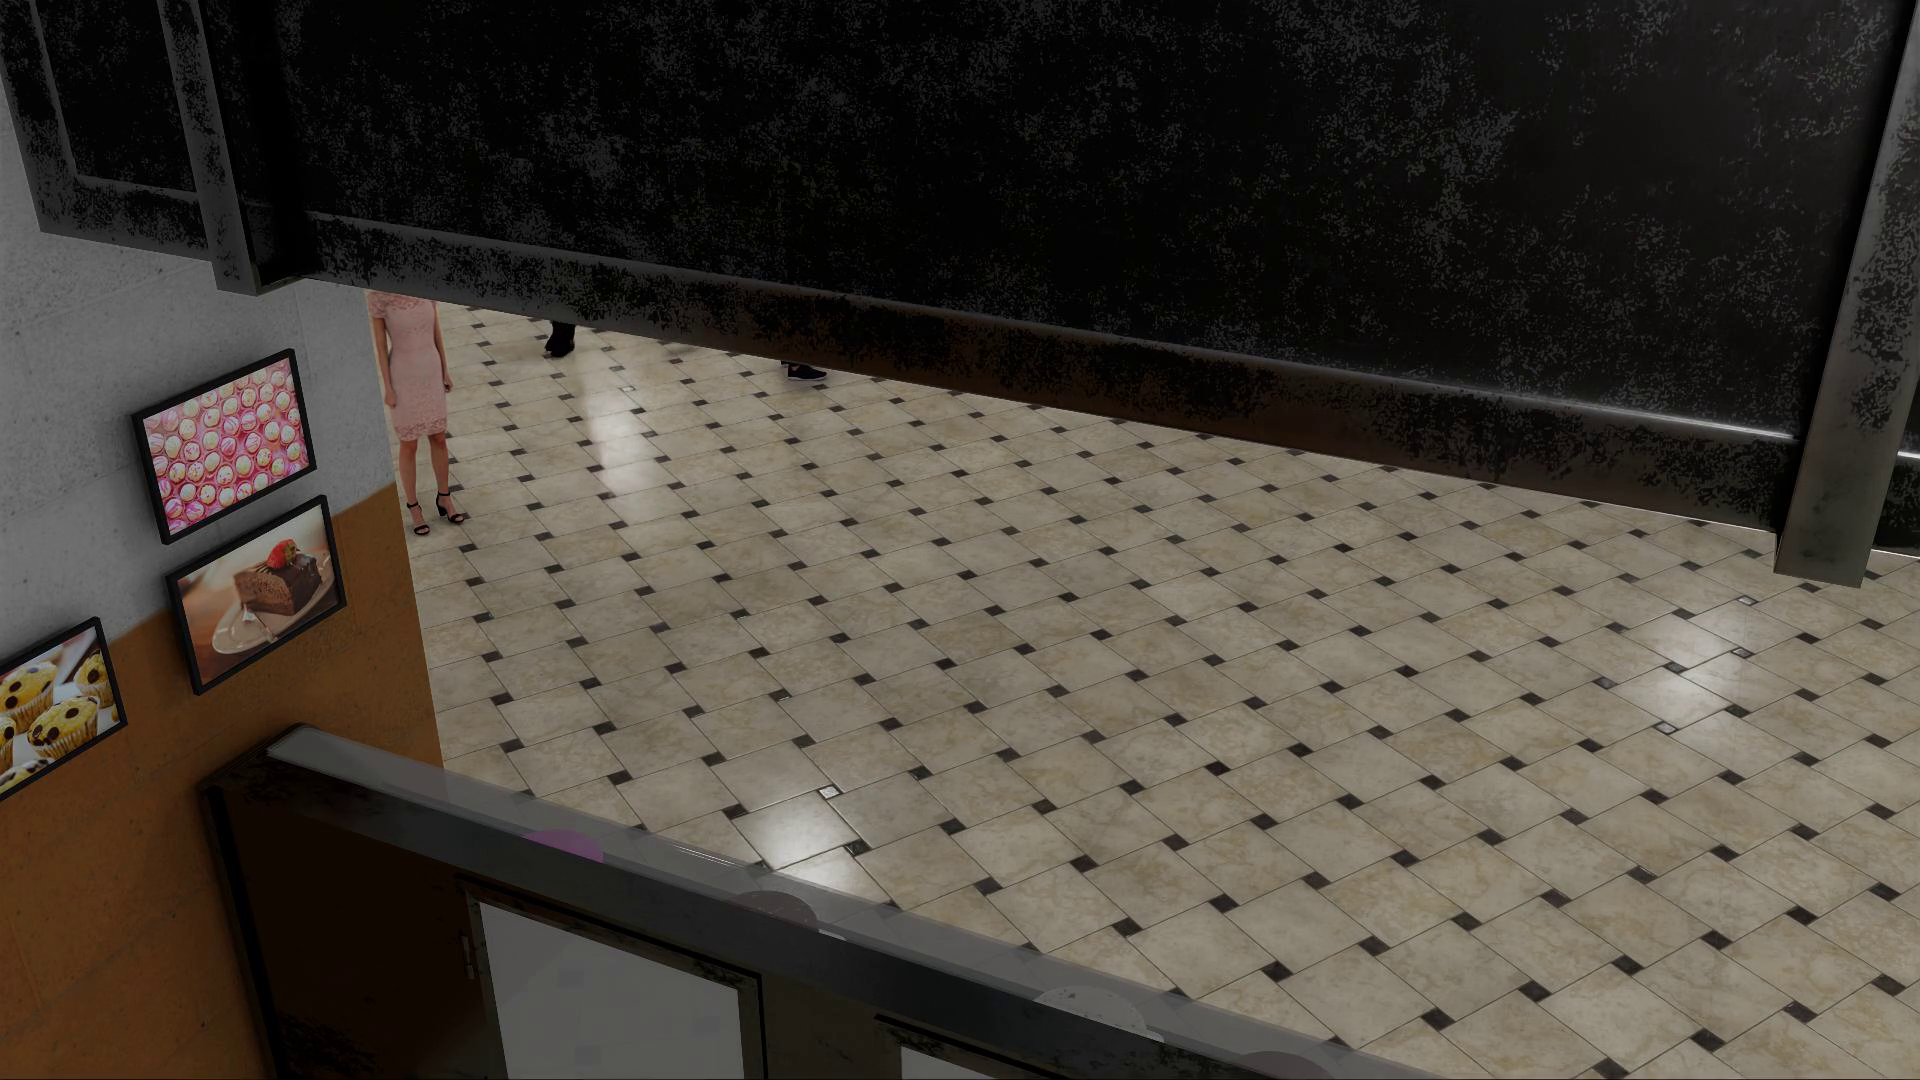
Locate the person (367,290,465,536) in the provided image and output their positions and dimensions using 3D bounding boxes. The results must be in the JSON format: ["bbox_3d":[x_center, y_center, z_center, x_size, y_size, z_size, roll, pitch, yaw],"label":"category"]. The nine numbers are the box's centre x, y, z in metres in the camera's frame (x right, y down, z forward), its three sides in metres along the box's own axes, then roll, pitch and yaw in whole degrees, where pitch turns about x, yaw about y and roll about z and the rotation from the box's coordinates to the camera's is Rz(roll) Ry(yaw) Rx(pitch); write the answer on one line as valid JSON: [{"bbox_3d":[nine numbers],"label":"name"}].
[{"bbox_3d":[-3.186,-0.923,9.716,0.562,1.830,0.695,-22,34,-37],"label":"person"}]
